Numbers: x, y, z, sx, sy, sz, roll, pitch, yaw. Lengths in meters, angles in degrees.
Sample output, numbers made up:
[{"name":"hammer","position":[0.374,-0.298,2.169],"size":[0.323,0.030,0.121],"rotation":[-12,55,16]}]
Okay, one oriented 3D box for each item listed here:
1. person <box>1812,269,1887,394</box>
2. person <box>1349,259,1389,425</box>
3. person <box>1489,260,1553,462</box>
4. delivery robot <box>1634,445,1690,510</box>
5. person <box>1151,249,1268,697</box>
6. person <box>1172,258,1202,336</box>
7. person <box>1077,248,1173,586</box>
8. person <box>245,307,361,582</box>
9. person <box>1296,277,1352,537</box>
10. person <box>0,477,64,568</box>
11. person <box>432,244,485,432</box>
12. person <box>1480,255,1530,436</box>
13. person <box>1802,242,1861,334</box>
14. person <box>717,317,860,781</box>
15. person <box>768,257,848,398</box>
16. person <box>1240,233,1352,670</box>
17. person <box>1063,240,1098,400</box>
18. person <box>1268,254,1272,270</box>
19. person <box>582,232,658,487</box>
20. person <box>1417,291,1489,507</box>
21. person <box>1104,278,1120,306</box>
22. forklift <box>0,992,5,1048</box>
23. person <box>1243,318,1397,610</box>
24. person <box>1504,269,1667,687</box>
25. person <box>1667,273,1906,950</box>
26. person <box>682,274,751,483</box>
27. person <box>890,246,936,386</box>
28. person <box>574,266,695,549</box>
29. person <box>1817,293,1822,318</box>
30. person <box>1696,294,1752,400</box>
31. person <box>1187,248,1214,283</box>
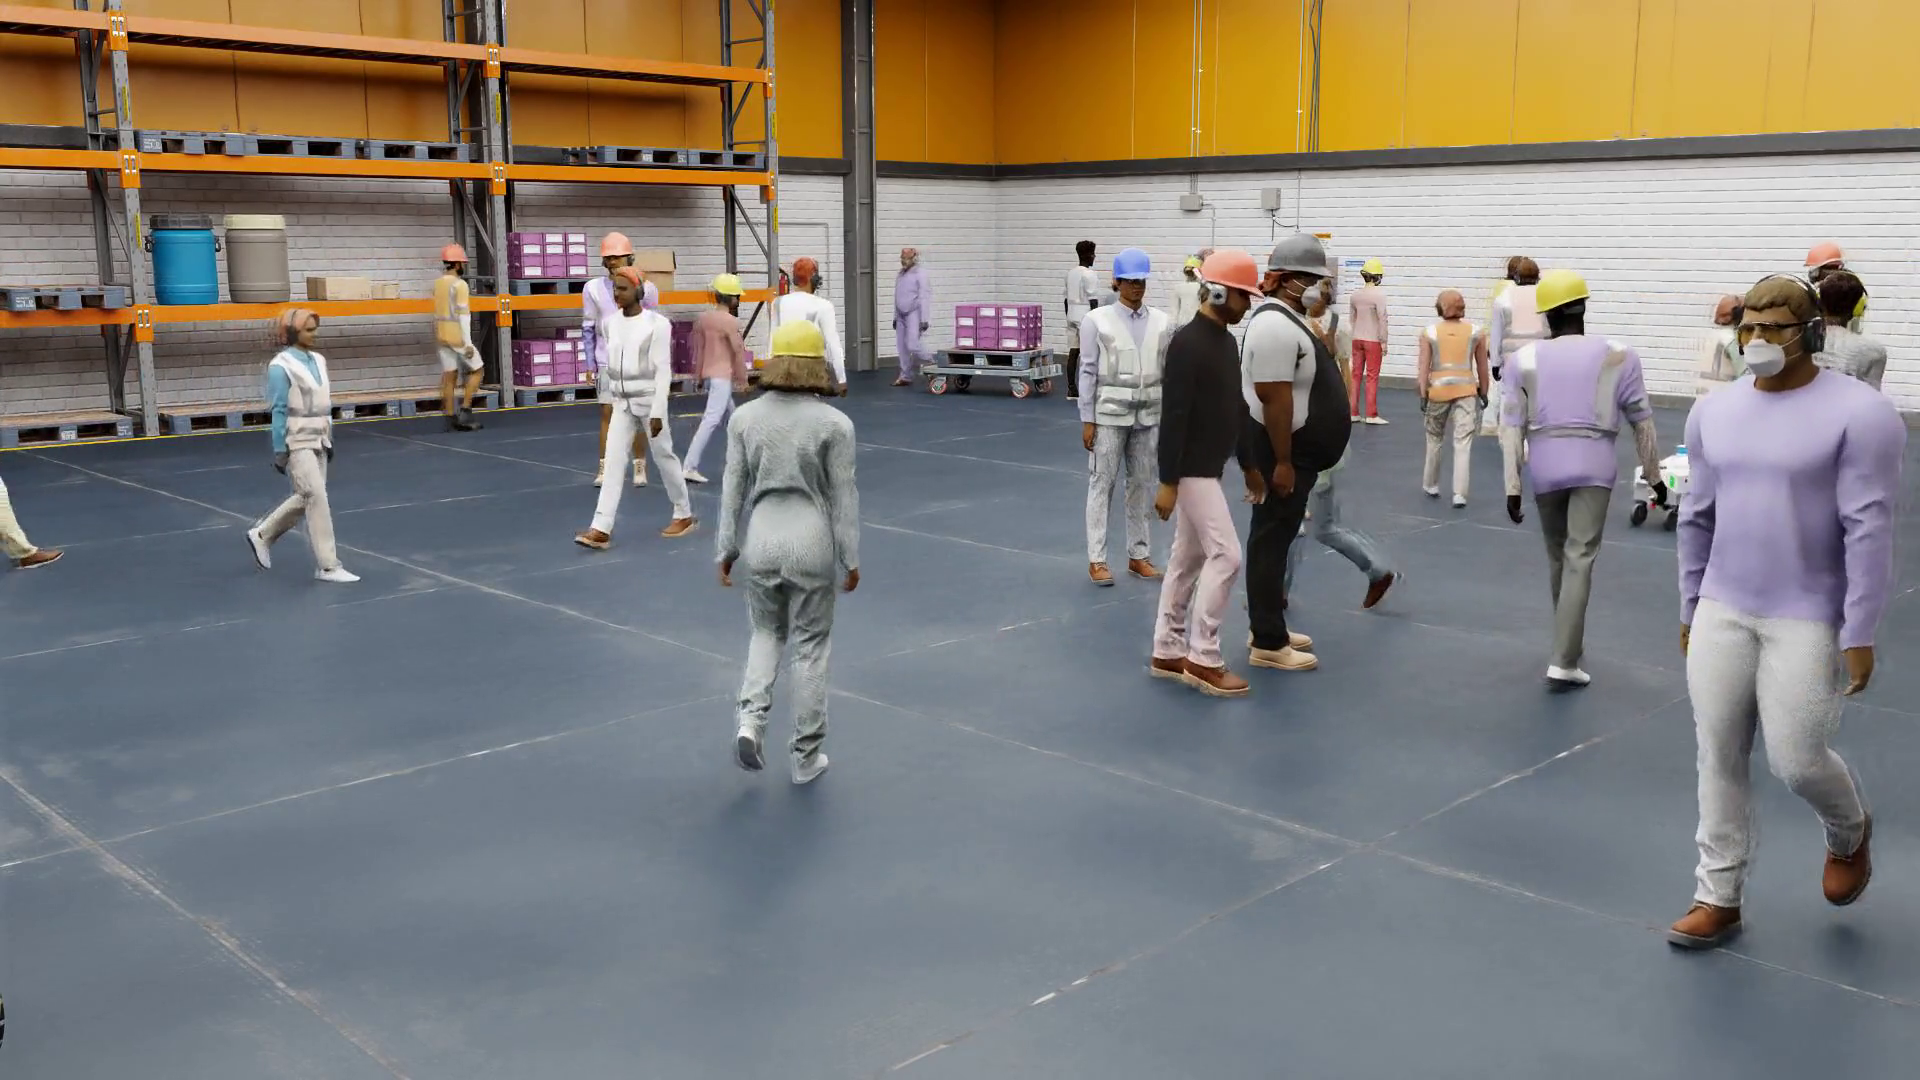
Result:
[{"name":"person","position":[4.259,-0.407,8.253],"size":[0.529,1.859,0.569],"rotation":[5,12,27]},{"name":"person","position":[4.395,-2.121,17.860],"size":[0.311,1.768,0.522],"rotation":[-6,12,-32]},{"name":"person","position":[5.154,-1.633,15.132],"size":[0.646,1.792,0.960],"rotation":[4,11,19]},{"name":"delivery robot","position":[5.062,-0.420,11.635],"size":[0.707,0.478,0.477],"rotation":[-6,12,-30]},{"name":"person","position":[1.138,-0.296,7.378],"size":[0.659,1.955,0.616],"rotation":[4,11,21]},{"name":"person","position":[3.026,-2.759,21.470],"size":[0.821,1.732,0.528],"rotation":[-9,14,-40]},{"name":"person","position":[0.971,-0.711,9.676],"size":[0.602,1.948,0.387],"rotation":[-4,11,-21]},{"name":"person","position":[-3.906,-0.555,9.739],"size":[0.736,1.613,0.533],"rotation":[2,11,9]},{"name":"person","position":[2.418,-0.957,11.427],"size":[0.528,1.811,0.865],"rotation":[3,11,15]},{"name":"person","position":[-5.951,-0.577,9.933],"size":[0.853,1.584,0.506],"rotation":[-10,14,-42]},{"name":"person","position":[-5.140,-2.070,17.141],"size":[0.569,1.924,0.496],"rotation":[8,13,37]},{"name":"person","position":[5.637,-1.939,16.732],"size":[0.798,1.813,0.642],"rotation":[1,10,5]},{"name":"person","position":[6.548,-1.254,12.583],"size":[0.636,1.974,0.623],"rotation":[-1,10,-8]},{"name":"person","position":[-0.634,0.047,6.154],"size":[0.535,1.720,0.479],"rotation":[2,11,12]},{"name":"person","position":[-1.159,-1.312,13.234],"size":[0.610,1.835,0.961],"rotation":[7,12,32]},{"name":"person","position":[1.574,-0.428,7.875],"size":[0.536,2.000,0.680],"rotation":[2,11,12]},{"name":"person","position":[1.504,-2.681,20.363],"size":[0.373,1.966,0.607],"rotation":[-6,12,-31]},{"name":"person","position":[3.070,-1.776,15.680],"size":[0.451,1.875,0.629],"rotation":[0,10,2]},{"name":"person","position":[-2.717,-1.433,13.352],"size":[0.609,2.044,0.393],"rotation":[0,10,-1]},{"name":"person","position":[3.730,-1.075,12.594],"size":[0.555,1.595,0.846],"rotation":[2,11,10]},{"name":"person","position":[1.894,-2.429,20.017],"size":[0.788,1.591,0.490],"rotation":[-6,12,-29]},{"name":"forklift","position":[-3.245,0.323,3.363],"size":[2.313,2.155,1.214],"rotation":[2,11,13]},{"name":"person","position":[1.950,-0.379,8.847],"size":[0.741,1.609,0.500],"rotation":[-1,10,-5]},{"name":"person","position":[2.850,-0.299,7.652],"size":[0.691,1.862,0.999],"rotation":[6,12,29]},{"name":"person","position":[2.348,0.207,4.745],"size":[0.657,1.924,0.647],"rotation":[-6,12,-31]},{"name":"person","position":[-1.957,-1.332,13.719],"size":[0.947,1.709,0.527],"rotation":[-9,13,-39]},{"name":"person","position":[-0.616,-2.988,22.272],"size":[0.568,1.882,0.674],"rotation":[-7,13,-35]},{"name":"person","position":[-2.114,-0.869,10.887],"size":[0.597,1.826,1.025],"rotation":[6,12,29]},{"name":"person","position":[5.133,-0.674,10.202],"size":[0.556,1.666,0.750],"rotation":[-3,11,-17]},{"name":"person","position":[5.490,-0.927,11.809],"size":[0.830,1.602,0.535],"rotation":[1,10,7]},{"name":"person","position":[3.161,-2.916,22.002],"size":[0.860,1.864,0.725],"rotation":[6,12,30]}]
